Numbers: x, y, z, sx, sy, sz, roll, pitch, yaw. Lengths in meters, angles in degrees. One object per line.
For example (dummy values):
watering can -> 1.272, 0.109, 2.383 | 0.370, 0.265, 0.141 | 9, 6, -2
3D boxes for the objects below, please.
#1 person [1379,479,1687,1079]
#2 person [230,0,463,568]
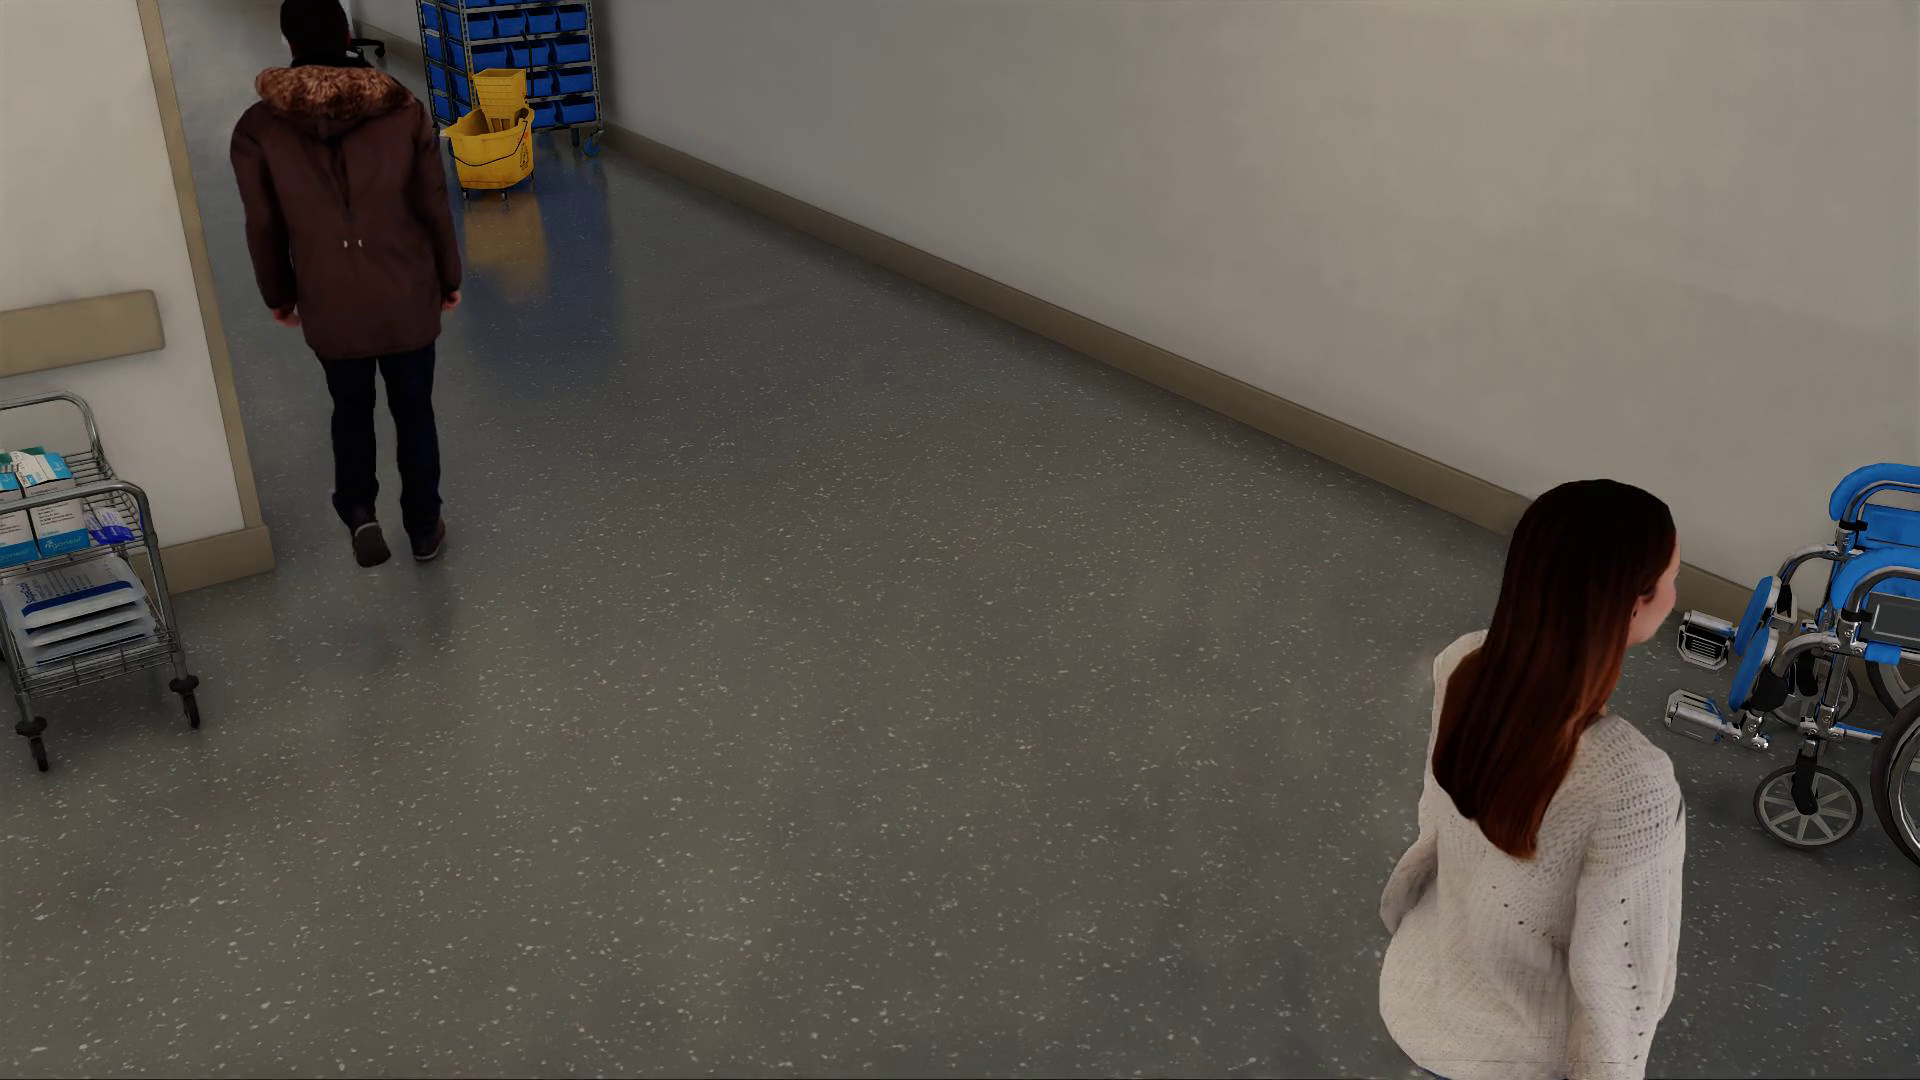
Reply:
person -> 0.682, 0.720, 2.322 | 1.101, 1.669, 0.838 | -8, 27, -16
person -> -1.841, -0.725, 5.134 | 0.938, 1.828, 0.994 | -5, 26, -11
